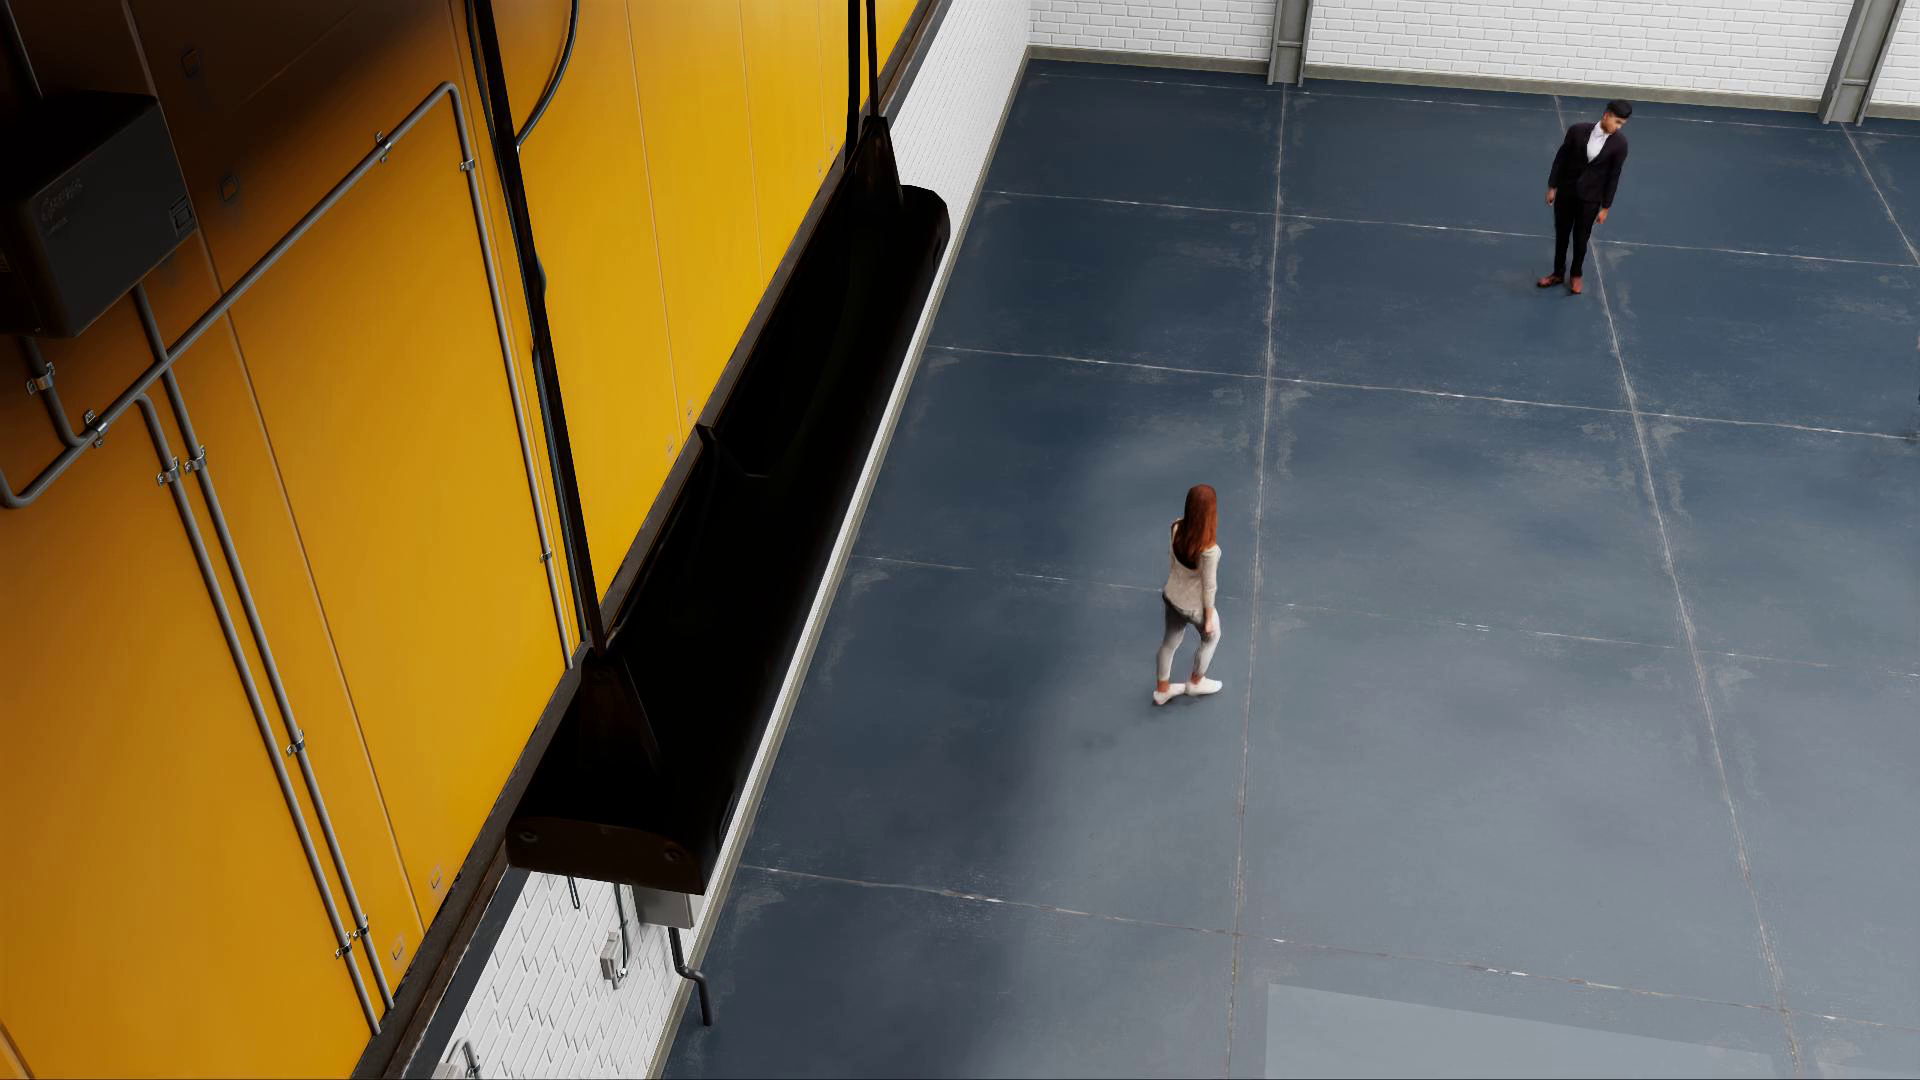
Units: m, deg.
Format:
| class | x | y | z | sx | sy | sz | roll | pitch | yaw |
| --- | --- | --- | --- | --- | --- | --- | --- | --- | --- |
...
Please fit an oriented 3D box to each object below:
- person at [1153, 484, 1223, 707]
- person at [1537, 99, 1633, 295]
| class | x | y | z | sx | sy | sz | roll | pitch | yaw |
| --- | --- | --- | --- | --- | --- | --- | --- | --- | --- |
| person | 1.388 | 0.417 | 10.557 | 0.870 | 1.693 | 0.810 | -24 | 45 | -27 |
| person | 5.502 | -3.084 | 14.817 | 0.885 | 1.848 | 0.716 | -27 | 46 | -30 |
